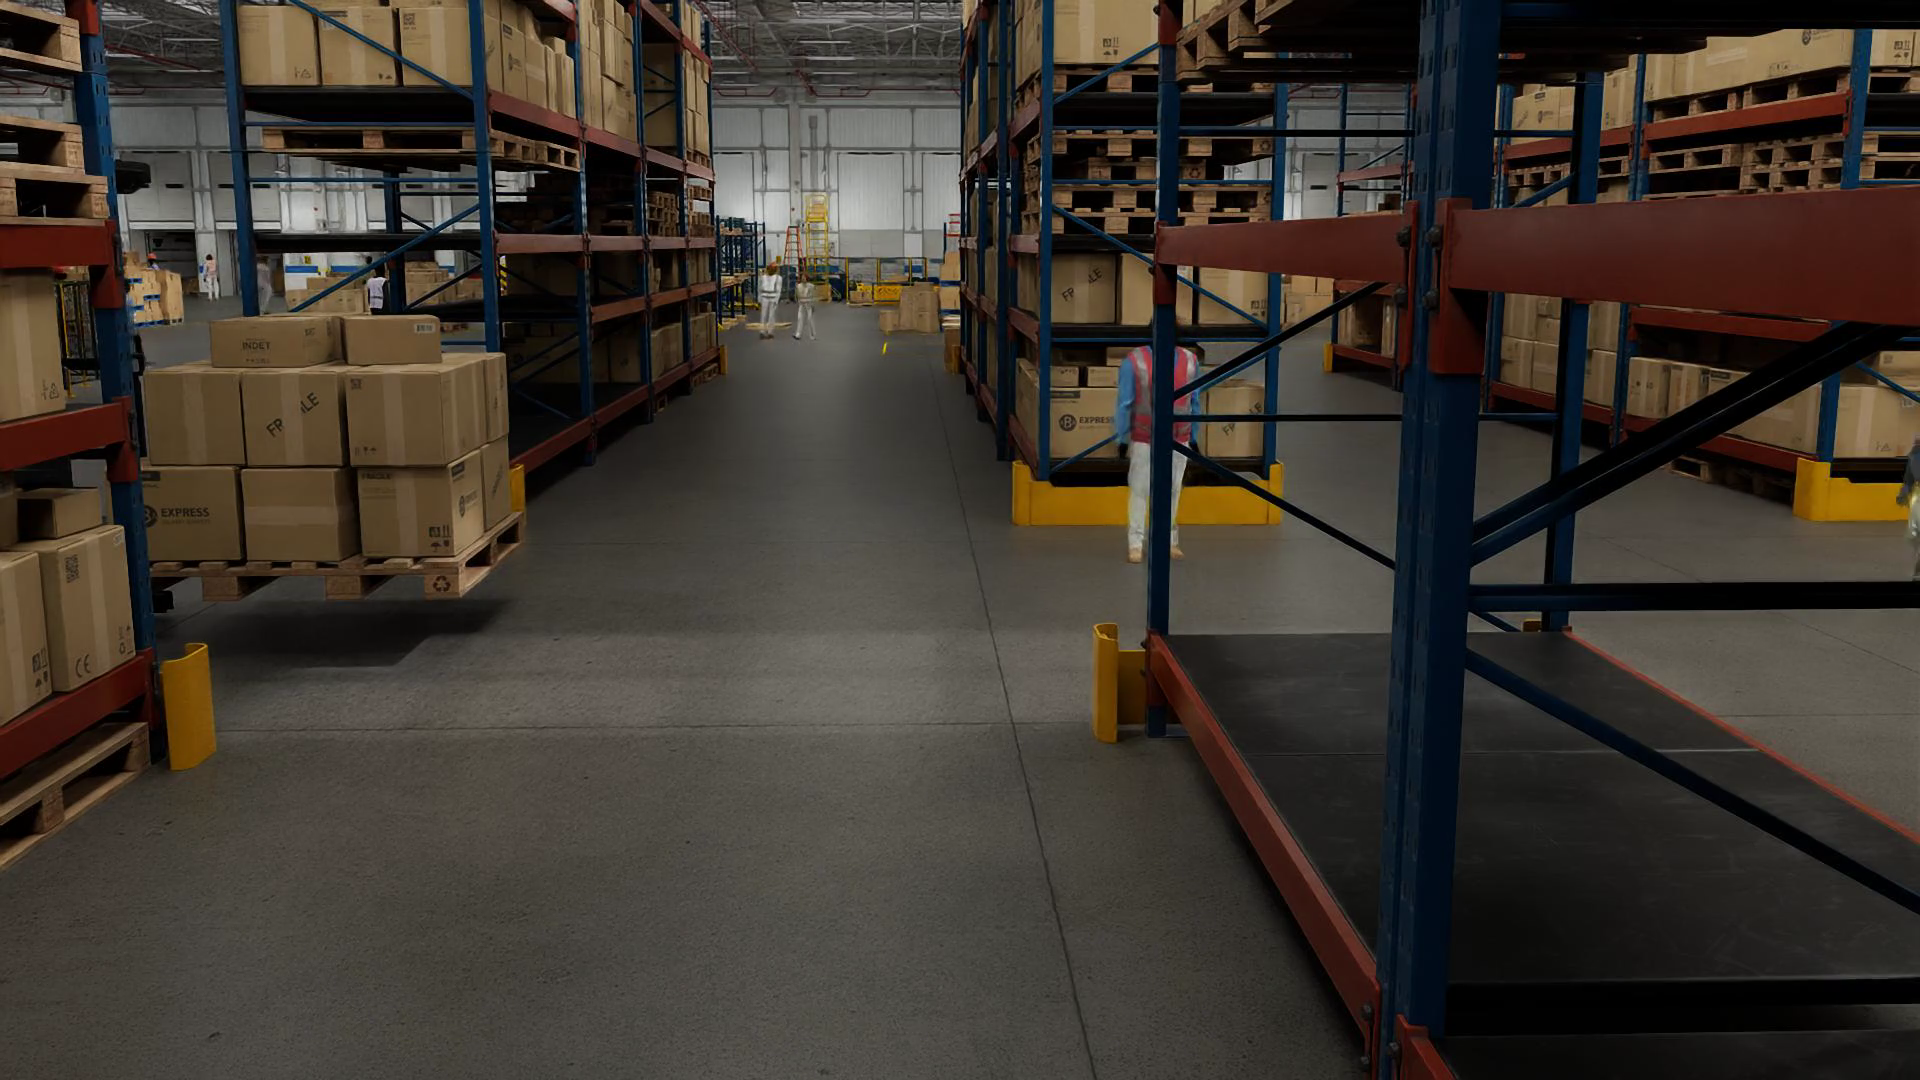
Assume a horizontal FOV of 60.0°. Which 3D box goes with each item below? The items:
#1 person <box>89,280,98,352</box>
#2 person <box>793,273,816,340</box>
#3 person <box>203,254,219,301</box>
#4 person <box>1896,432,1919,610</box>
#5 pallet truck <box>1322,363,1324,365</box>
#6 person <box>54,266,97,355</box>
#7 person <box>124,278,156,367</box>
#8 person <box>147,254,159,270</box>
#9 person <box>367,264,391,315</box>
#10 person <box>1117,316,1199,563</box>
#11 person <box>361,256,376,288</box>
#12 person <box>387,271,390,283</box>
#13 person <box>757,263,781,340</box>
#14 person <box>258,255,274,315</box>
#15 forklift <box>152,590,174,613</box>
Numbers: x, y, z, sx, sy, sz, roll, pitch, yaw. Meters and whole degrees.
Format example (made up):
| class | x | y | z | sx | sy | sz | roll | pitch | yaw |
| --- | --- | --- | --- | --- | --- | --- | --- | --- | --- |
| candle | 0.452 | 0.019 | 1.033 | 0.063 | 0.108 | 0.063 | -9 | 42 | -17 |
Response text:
| class | x | y | z | sx | sy | sz | roll | pitch | yaw |
| --- | --- | --- | --- | --- | --- | --- | --- | --- | --- |
| person | -18.258 | -4.902 | 35.243 | 0.335 | 1.873 | 0.520 | -3 | 11 | -19 |
| person | -3.670 | -5.536 | 39.551 | 0.530 | 1.582 | 0.913 | 4 | 11 | 21 |
| person | -29.606 | -10.357 | 65.715 | 0.430 | 1.844 | 0.624 | 9 | 13 | 40 |
| person | 6.191 | -0.317 | 10.468 | 0.560 | 1.599 | 0.538 | -5 | 11 | -24 |
| pallet truck | 7.712 | -4.157 | 30.737 | 1.885 | 1.965 | 0.823 | 3 | 11 | 16 |
| person | -18.330 | -4.695 | 34.068 | 1.013 | 1.876 | 0.552 | -1 | 10 | -6 |
| person | -15.429 | -4.028 | 30.945 | 0.815 | 1.660 | 0.540 | 2 | 10 | 8 |
| person | -27.197 | -8.683 | 56.119 | 0.360 | 1.939 | 0.543 | -6 | 12 | -28 |
| person | -11.985 | -4.772 | 34.387 | 0.600 | 1.917 | 0.376 | 6 | 12 | 30 |
| person | 1.461 | -0.748 | 12.184 | 0.634 | 1.841 | 0.429 | -2 | 10 | -13 |
| person | -22.511 | -9.906 | 63.276 | 0.768 | 1.818 | 0.630 | 7 | 12 | 33 |
| person | -18.753 | -8.393 | 55.205 | 0.321 | 1.693 | 0.535 | 9 | 13 | 40 |
| person | -4.586 | -5.721 | 39.911 | 0.591 | 1.829 | 0.876 | 0 | 10 | 2 |
| person | -22.064 | -8.068 | 52.714 | 0.507 | 1.927 | 0.625 | 0 | 10 | 1 |
| forklift | -5.858 | -0.811 | 9.639 | 1.873 | 2.768 | 1.129 | -1 | 10 | -3 |
